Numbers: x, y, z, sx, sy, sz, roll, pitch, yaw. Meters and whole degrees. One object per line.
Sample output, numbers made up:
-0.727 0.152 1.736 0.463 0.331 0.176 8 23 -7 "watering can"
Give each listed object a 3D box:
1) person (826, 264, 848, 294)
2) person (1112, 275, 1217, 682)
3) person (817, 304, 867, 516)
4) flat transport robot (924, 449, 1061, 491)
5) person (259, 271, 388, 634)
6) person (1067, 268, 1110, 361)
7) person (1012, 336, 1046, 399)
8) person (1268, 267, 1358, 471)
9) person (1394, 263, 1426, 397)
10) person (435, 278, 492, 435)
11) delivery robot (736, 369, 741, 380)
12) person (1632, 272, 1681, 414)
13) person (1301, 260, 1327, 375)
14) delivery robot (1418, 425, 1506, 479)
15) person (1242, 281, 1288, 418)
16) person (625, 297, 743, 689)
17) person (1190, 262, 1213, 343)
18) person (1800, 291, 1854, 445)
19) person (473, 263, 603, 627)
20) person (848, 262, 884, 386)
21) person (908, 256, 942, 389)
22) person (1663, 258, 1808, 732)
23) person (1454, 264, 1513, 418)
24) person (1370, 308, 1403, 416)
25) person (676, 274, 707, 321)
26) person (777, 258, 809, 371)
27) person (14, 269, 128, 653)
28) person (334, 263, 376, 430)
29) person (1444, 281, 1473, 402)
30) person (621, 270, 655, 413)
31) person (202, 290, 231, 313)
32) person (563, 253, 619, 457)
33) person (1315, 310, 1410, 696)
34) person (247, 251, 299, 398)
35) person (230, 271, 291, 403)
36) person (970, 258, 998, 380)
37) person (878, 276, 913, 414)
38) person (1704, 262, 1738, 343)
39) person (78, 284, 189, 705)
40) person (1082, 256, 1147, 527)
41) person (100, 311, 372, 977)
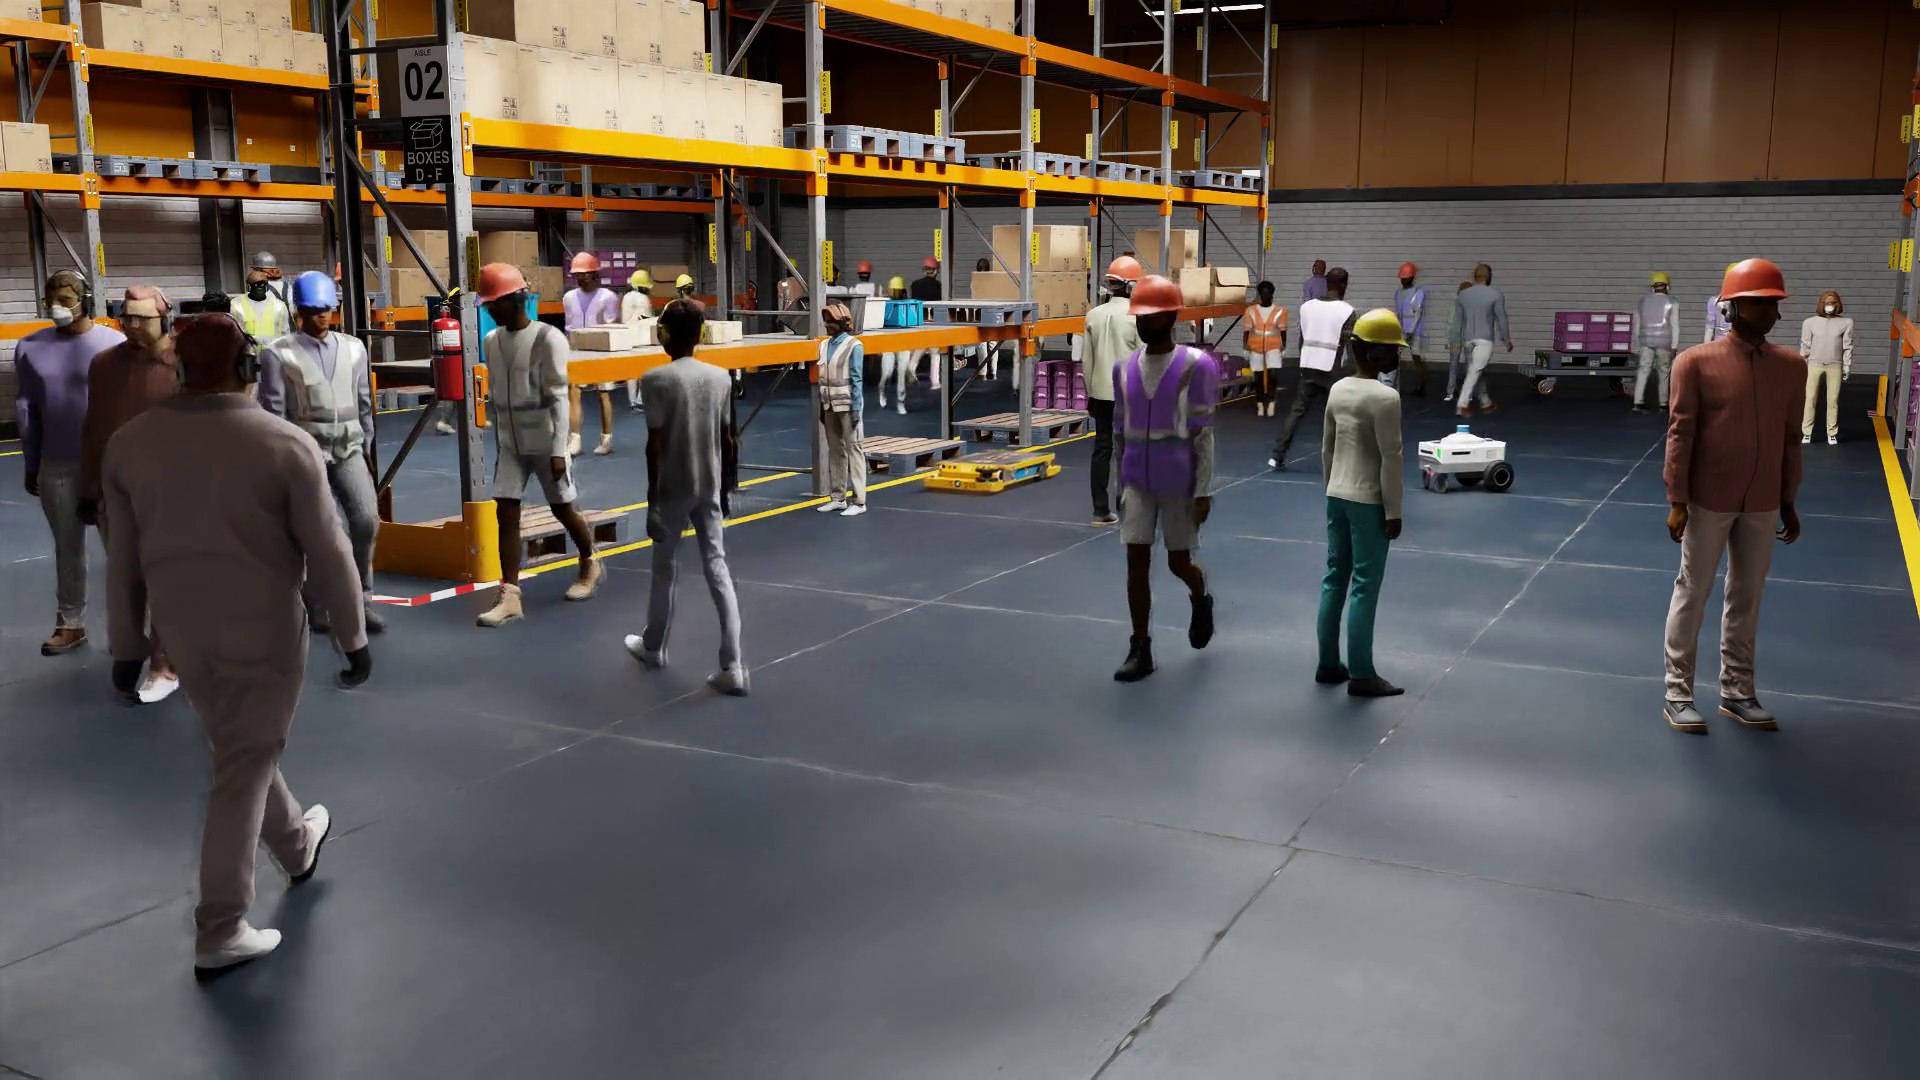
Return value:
-1.847 -3.023 23.889 0.512 1.865 0.328 -2 10 -11 "person"
0.994 -0.305 7.979 0.549 1.923 0.683 6 11 31 "person"
-0.919 -1.003 12.864 0.312 1.634 0.514 -9 13 -42 "person"
0.304 -0.623 14.602 0.652 0.197 1.431 5 11 27 "flat transport robot"
-3.316 -0.439 8.746 0.663 1.922 0.640 9 13 43 "person"
1.769 -2.855 23.009 0.625 1.837 0.429 -1 10 -5 "person"
0.945 -2.846 23.127 0.579 1.782 0.937 3 10 19 "person"
3.261 -1.524 15.165 0.817 1.888 0.547 9 13 43 "person"
6.186 -2.907 23.206 0.984 1.870 0.537 -7 12 -36 "person"
-5.623 -2.084 18.667 0.515 1.805 0.964 5 11 29 "person"
-3.384 -2.245 22.896 0.707 0.478 0.477 -7 12 -34 "delivery robot"
8.791 -2.479 21.002 0.597 1.789 0.870 9 13 41 "person"
5.820 -3.597 27.083 0.638 1.910 0.407 -4 11 -22 "person"
4.264 -0.732 14.139 0.707 0.478 0.477 -3 10 -18 "delivery robot"
3.706 -2.316 20.312 0.551 1.668 0.721 3 10 15 "person"
-1.287 -0.226 7.857 0.550 1.811 0.997 -8 12 -37 "person"
3.827 -3.463 26.395 0.350 1.879 0.578 8 13 39 "person"
9.155 -1.817 17.604 0.498 1.624 0.281 5 11 26 "person"
-2.366 -0.559 9.323 0.643 1.977 1.045 4 11 24 "person"
-1.430 -3.320 25.552 0.554 1.897 0.958 0 10 1 "person"
-0.495 -3.214 24.667 0.630 1.979 0.639 5 11 27 "person"
3.276 -0.181 7.046 0.611 1.997 0.375 -1 10 -9 "person"
6.427 -2.459 20.591 1.045 1.892 0.648 -7 12 -37 "person"
3.075 -0.881 12.187 0.297 1.622 0.505 1 10 5 "person"
-3.375 -2.398 20.589 0.523 1.759 0.351 -7 12 -36 "person"
-2.877 -3.880 28.660 0.587 1.930 0.363 -6 11 -31 "person"
-4.427 -0.384 8.410 0.635 1.942 0.384 -1 10 -3 "person"
-6.869 -2.186 18.857 0.368 1.929 0.542 -8 13 -39 "person"
6.873 -2.703 22.699 0.499 1.633 0.280 4 11 23 "person"
-4.062 -2.491 20.991 0.404 1.807 0.718 -8 13 -40 "person"
-6.536 -1.371 14.818 0.319 1.692 0.533 -3 10 -16 "person"
-3.673 -1.808 16.408 0.630 2.015 0.815 2 10 12 "person"
1.872 -0.173 7.674 0.326 1.765 0.530 -4 10 -20 "person"
-7.784 -2.218 18.715 0.535 2.000 0.674 4 11 24 "person"
-7.296 -1.879 17.363 0.624 1.837 0.429 -5 11 -28 "person"
0.385 -3.507 26.470 0.353 1.937 0.635 9 13 43 "person"
-0.818 -2.466 21.033 0.497 1.728 0.555 -3 10 -16 "person"
8.425 -2.061 18.174 0.588 1.919 0.402 1 10 8 "person"
-3.727 -0.243 7.734 0.661 1.891 0.749 2 10 13 "person"
1.179 -1.070 12.199 0.613 1.995 0.391 9 13 41 "person"
-2.089 0.257 4.944 0.682 1.840 1.019 1 10 7 "person"
